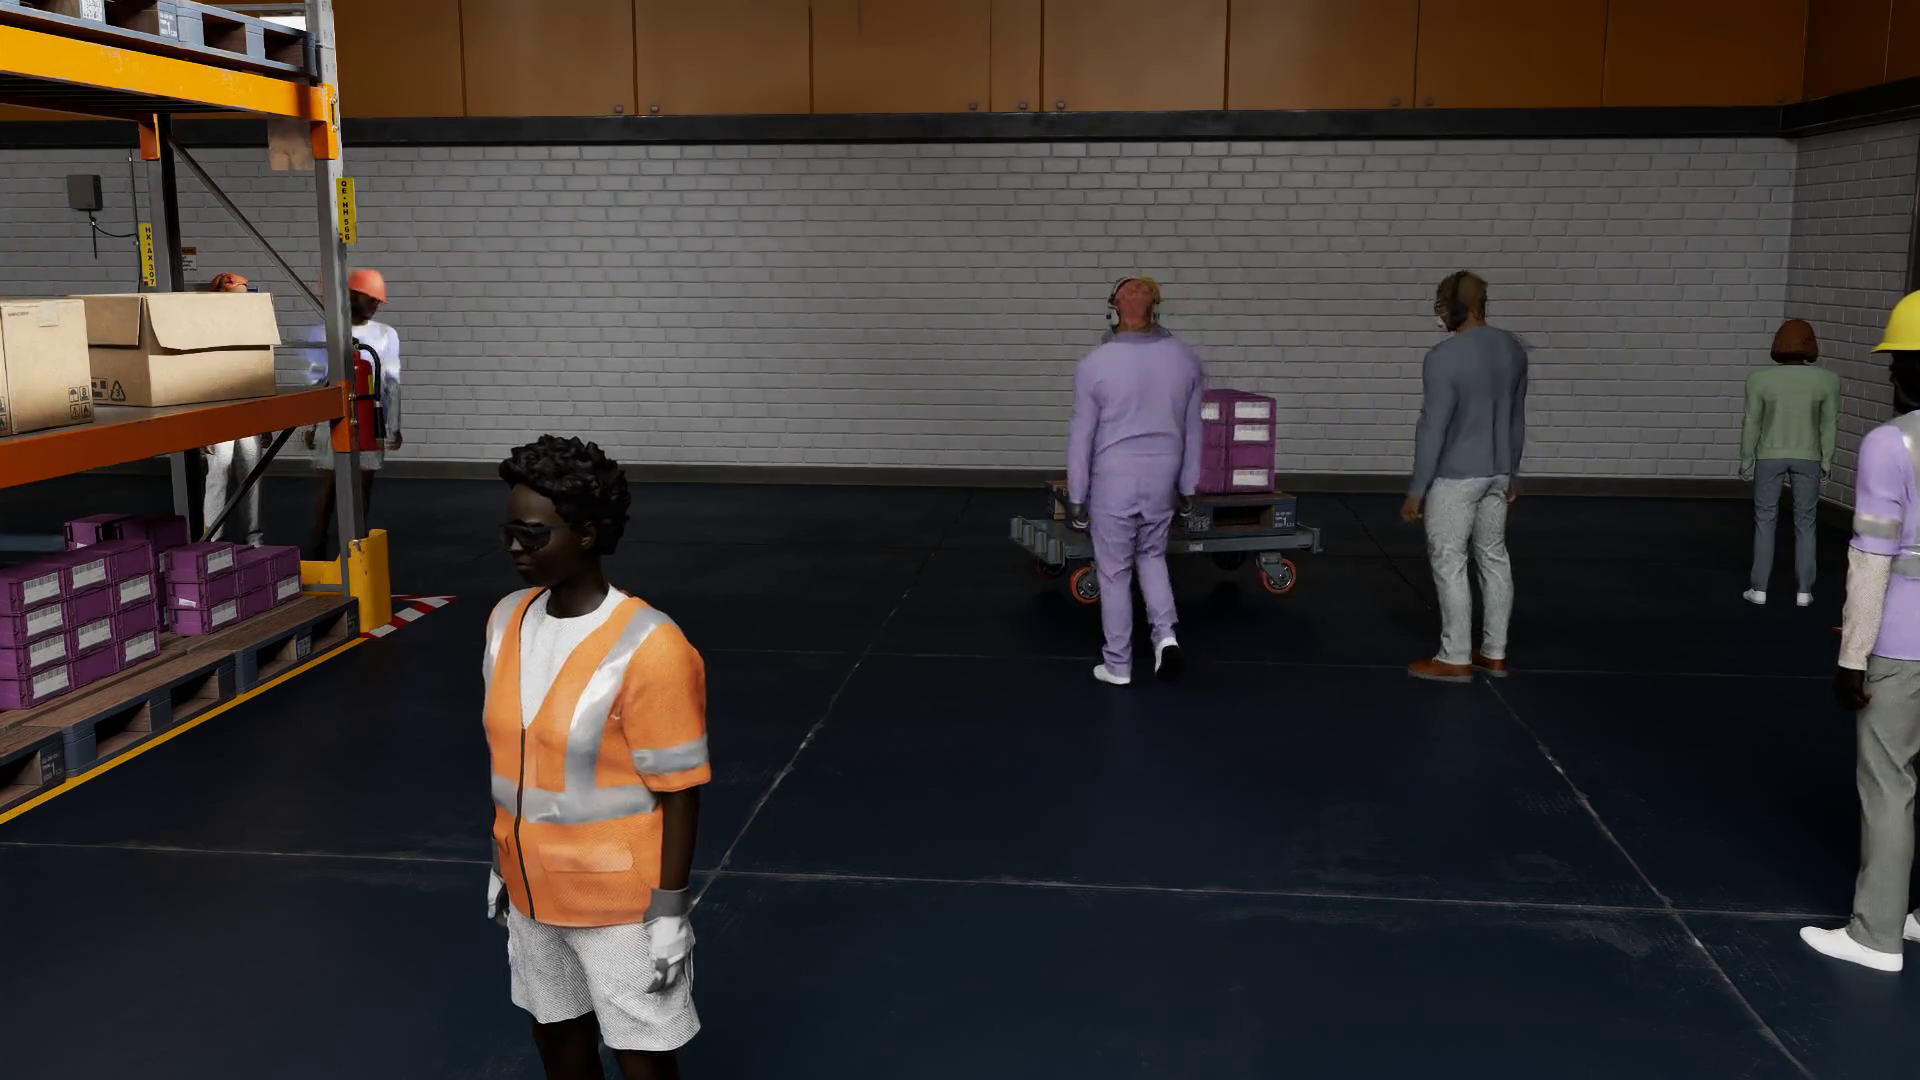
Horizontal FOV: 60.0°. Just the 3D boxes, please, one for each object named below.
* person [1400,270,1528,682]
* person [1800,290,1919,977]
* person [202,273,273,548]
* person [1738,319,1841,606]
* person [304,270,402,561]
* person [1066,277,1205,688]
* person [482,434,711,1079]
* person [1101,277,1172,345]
[{"bbox_3d":[2.383,-0.278,7.769,0.686,1.924,0.364,-7,12,-33],"label":"person"},{"bbox_3d":[2.688,0.259,4.686,0.588,1.918,0.397,-4,11,-22],"label":"person"},{"bbox_3d":[-4.582,-0.735,10.497,0.351,1.879,0.581,5,11,25],"label":"person"},{"bbox_3d":[4.706,-0.436,9.476,0.501,1.631,0.285,3,10,19],"label":"person"},{"bbox_3d":[-3.874,-0.762,10.608,0.657,1.890,0.360,-6,12,-31],"label":"person"},{"bbox_3d":[0.781,-0.250,7.644,0.667,1.895,0.427,-4,11,-21],"label":"person"},{"bbox_3d":[-0.690,0.649,3.079,0.540,1.695,0.316,7,12,36],"label":"person"},{"bbox_3d":[1.254,-0.885,11.472,0.586,1.835,0.404,9,13,42],"label":"person"}]
